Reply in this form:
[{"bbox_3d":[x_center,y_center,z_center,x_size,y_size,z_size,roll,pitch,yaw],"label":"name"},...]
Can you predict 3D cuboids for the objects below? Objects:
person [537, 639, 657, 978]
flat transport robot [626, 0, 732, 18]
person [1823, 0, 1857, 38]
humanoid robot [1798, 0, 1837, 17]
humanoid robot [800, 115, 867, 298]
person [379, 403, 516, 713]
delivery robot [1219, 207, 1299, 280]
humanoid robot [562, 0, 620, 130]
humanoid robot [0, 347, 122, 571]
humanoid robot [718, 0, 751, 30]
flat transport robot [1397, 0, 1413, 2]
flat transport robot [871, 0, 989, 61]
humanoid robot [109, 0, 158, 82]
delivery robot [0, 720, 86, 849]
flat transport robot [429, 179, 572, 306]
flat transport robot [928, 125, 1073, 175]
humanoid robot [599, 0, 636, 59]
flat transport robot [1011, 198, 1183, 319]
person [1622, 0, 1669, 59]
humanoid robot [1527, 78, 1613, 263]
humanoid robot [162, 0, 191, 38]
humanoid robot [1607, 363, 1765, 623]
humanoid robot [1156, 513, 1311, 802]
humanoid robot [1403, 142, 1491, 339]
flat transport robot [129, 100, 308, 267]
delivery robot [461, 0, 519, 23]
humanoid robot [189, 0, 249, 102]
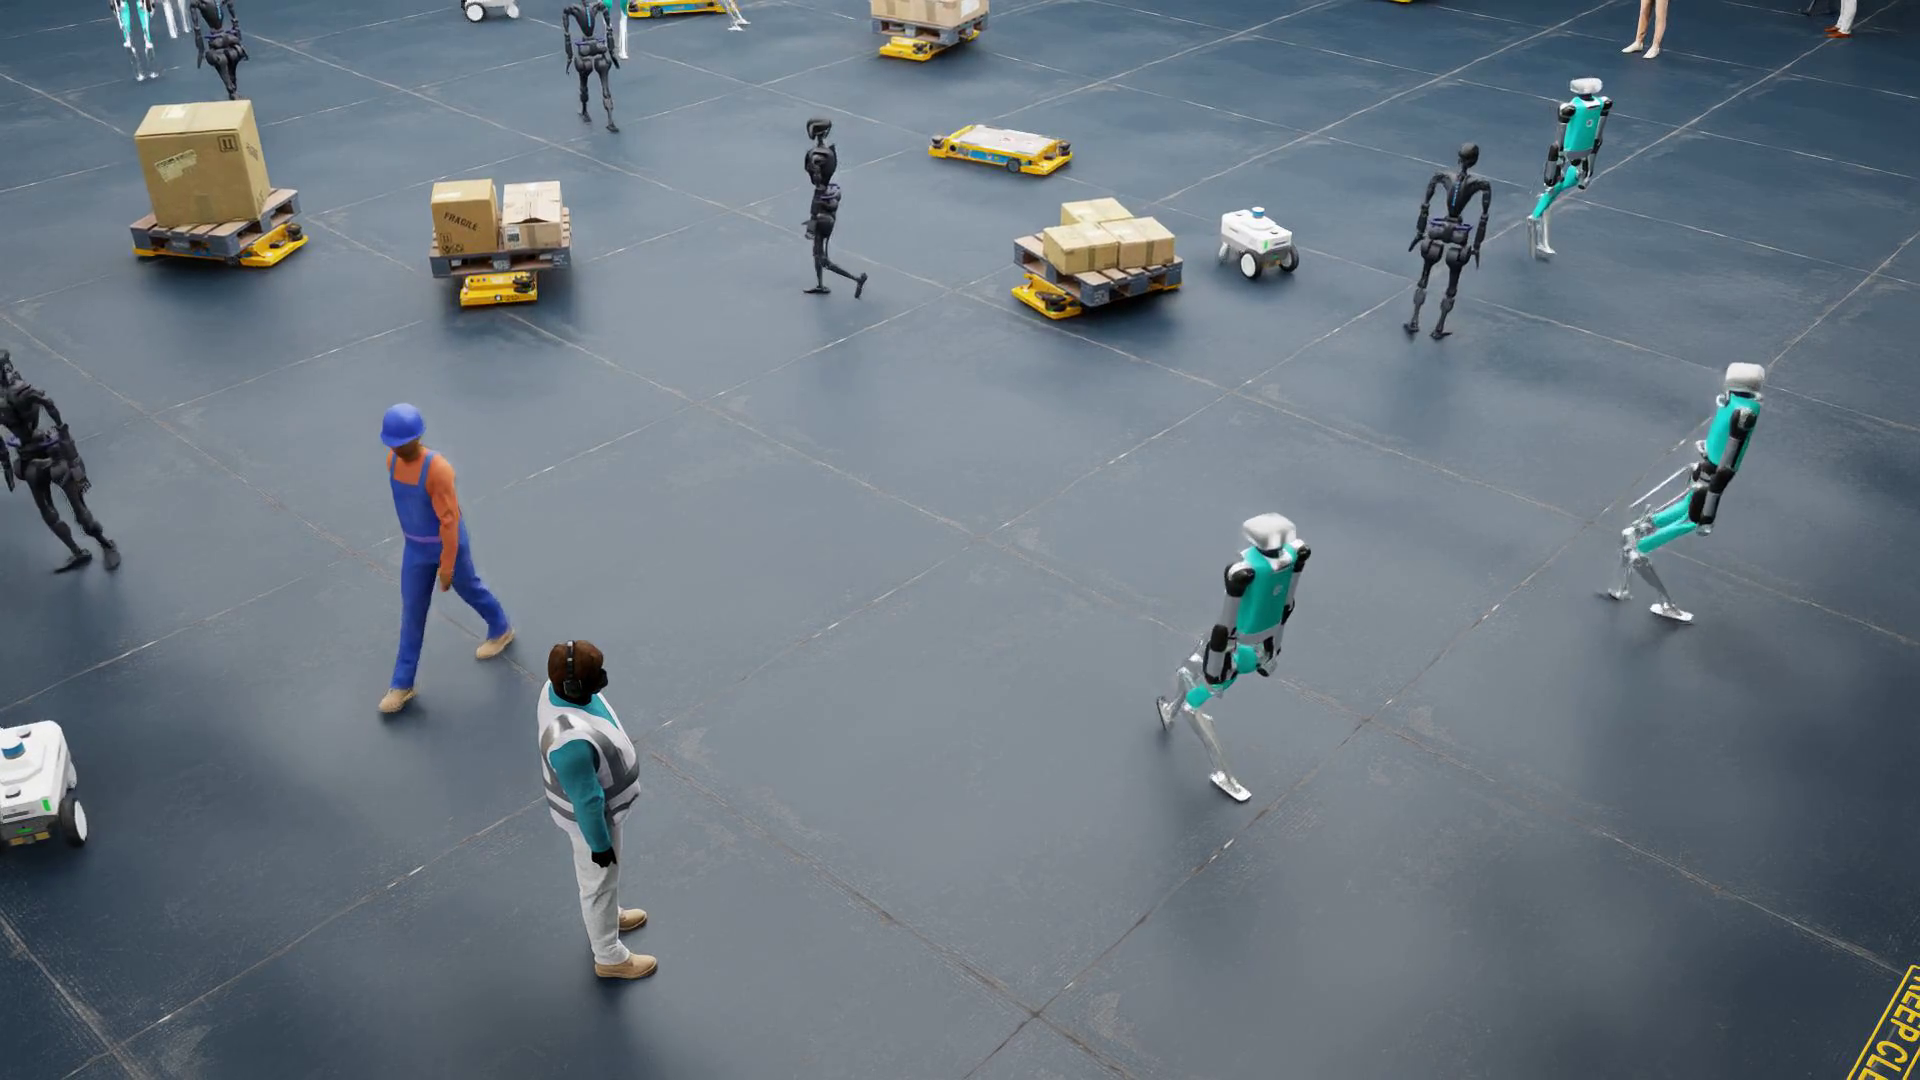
[{"bbox_3d":[-1.678,1.230,7.684,0.429,1.842,0.632,-8,33,-13],"label":"person"},{"bbox_3d":[-3.953,-7.511,23.249,1.431,0.231,0.659,-8,33,-12],"label":"flat transport robot"},{"bbox_3d":[11.734,-7.540,21.832,0.370,1.824,0.508,8,33,12],"label":"person"},{"bbox_3d":[11.874,-7.973,22.678,0.725,1.627,0.601,-8,33,-12],"label":"humanoid robot"},{"bbox_3d":[-1.123,-2.908,14.511,0.582,1.637,0.584,1,32,2],"label":"humanoid robot"},{"bbox_3d":[-3.053,0.039,9.603,0.509,1.846,1.018,13,34,19],"label":"person"},{"bbox_3d":[2.733,-2.741,15.314,0.523,0.613,0.785,-16,35,-24],"label":"delivery robot"},{"bbox_3d":[-4.132,-5.446,18.635,0.611,1.624,0.792,-16,35,-24],"label":"humanoid robot"},{"bbox_3d":[-5.865,-0.524,10.662,0.586,1.637,0.416,2,32,3],"label":"humanoid robot"},{"bbox_3d":[-3.063,-7.692,22.128,0.679,1.780,0.535,2,32,3],"label":"humanoid robot"},{"bbox_3d":[6.543,-8.084,24.172,0.659,0.231,1.431,24,39,34],"label":"flat transport robot"},{"bbox_3d":[-0.398,-6.550,21.701,0.659,0.231,1.431,17,36,26],"label":"flat transport robot"},{"bbox_3d":[-10.015,-6.437,20.132,0.545,1.772,0.767,-11,33,-17],"label":"humanoid robot"},{"bbox_3d":[-4.919,1.324,8.768,0.499,0.613,0.796,-11,33,-17],"label":"delivery robot"},{"bbox_3d":[-4.157,-2.526,15.221,0.659,0.231,1.431,-6,32,-10],"label":"flat transport robot"},{"bbox_3d":[0.438,-4.221,17.952,1.431,0.231,0.659,16,35,24],"label":"flat transport robot"},{"bbox_3d":[-4.366,-6.868,20.932,0.553,1.894,0.772,-11,33,-16],"label":"humanoid robot"},{"bbox_3d":[1.233,-2.305,14.865,1.431,0.231,0.659,-19,36,-27],"label":"flat transport robot"},{"bbox_3d":[8.808,-7.045,20.977,0.360,1.872,0.528,-19,36,-27],"label":"person"},{"bbox_3d":[5.446,-3.362,15.270,0.543,1.882,0.740,-12,34,-18],"label":"humanoid robot"},{"bbox_3d":[-10.509,-7.522,21.931,0.552,1.816,0.770,-6,32,-10],"label":"humanoid robot"},{"bbox_3d":[4.353,-0.273,10.234,0.788,1.821,0.531,10,33,16],"label":"humanoid robot"},{"bbox_3d":[1.332,0.512,8.954,0.554,1.775,0.960,-21,38,-30],"label":"humanoid robot"},{"bbox_3d":[4.033,-2.481,13.816,0.600,1.640,0.409,13,34,20],"label":"humanoid robot"},{"bbox_3d":[-6.988,-2.846,15.737,1.431,0.231,0.659,7,32,11],"label":"flat transport robot"},{"bbox_3d":[-6.504,-7.450,22.897,0.816,0.612,0.499,-11,33,-17],"label":"delivery robot"},{"bbox_3d":[-8.404,-5.597,18.875,0.774,1.621,0.609,20,37,28],"label":"humanoid robot"}]
